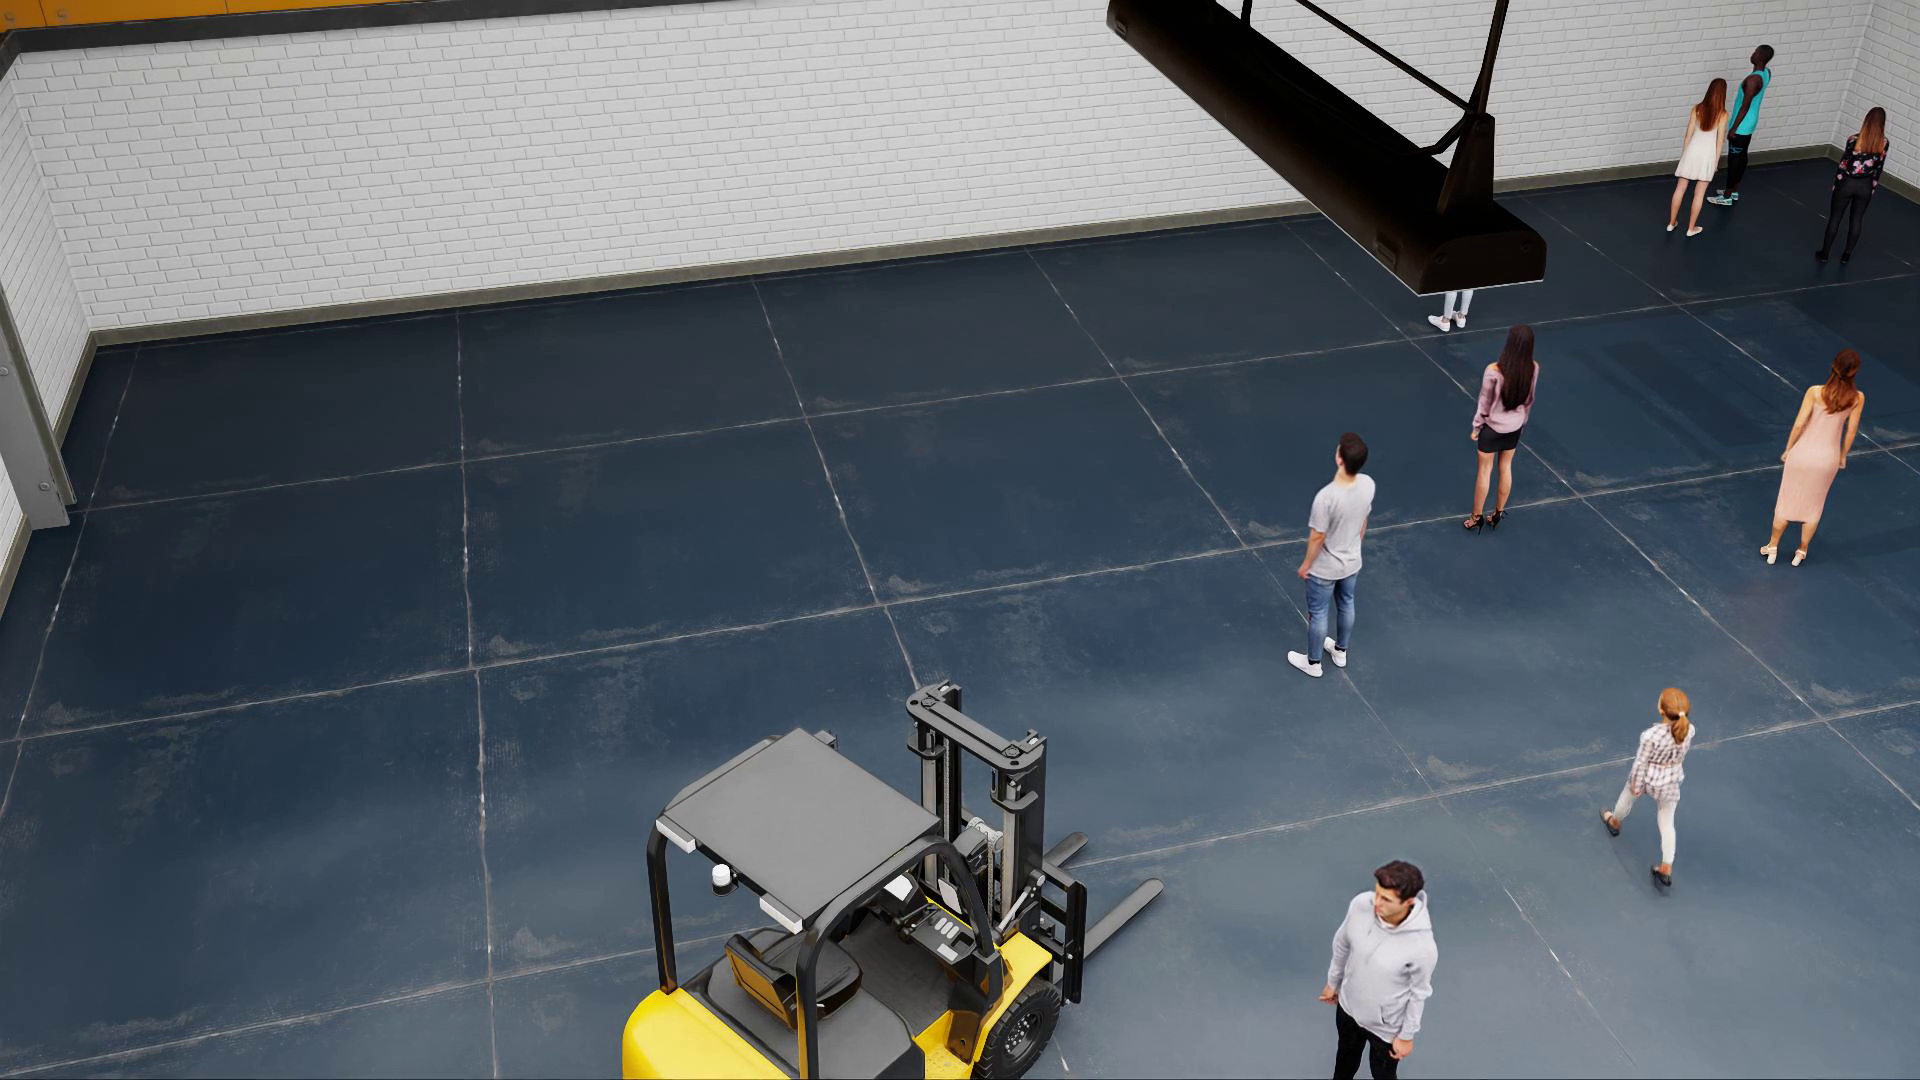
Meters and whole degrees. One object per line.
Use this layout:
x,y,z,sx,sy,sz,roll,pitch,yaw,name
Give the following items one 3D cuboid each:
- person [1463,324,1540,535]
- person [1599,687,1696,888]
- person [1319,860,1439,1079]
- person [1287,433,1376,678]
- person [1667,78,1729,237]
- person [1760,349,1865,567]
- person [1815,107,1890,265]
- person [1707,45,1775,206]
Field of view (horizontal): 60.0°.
4.228,-0.857,12.982,0.623,1.812,0.534,-6,34,-10,person
4.214,1.474,9.955,0.649,1.280,0.994,-2,34,-4,person
2.050,2.276,8.163,0.823,1.929,0.674,-25,41,-33,person
2.590,0.104,11.466,0.727,1.890,0.657,-17,37,-24,person
8.024,-4.164,18.050,0.619,1.710,0.706,25,41,33,person
6.474,-0.619,12.607,0.672,1.831,0.681,10,35,14,person
9.360,-3.705,17.384,0.643,1.683,0.655,8,35,12,person
8.838,-4.675,18.728,0.684,1.811,0.683,28,43,35,person
